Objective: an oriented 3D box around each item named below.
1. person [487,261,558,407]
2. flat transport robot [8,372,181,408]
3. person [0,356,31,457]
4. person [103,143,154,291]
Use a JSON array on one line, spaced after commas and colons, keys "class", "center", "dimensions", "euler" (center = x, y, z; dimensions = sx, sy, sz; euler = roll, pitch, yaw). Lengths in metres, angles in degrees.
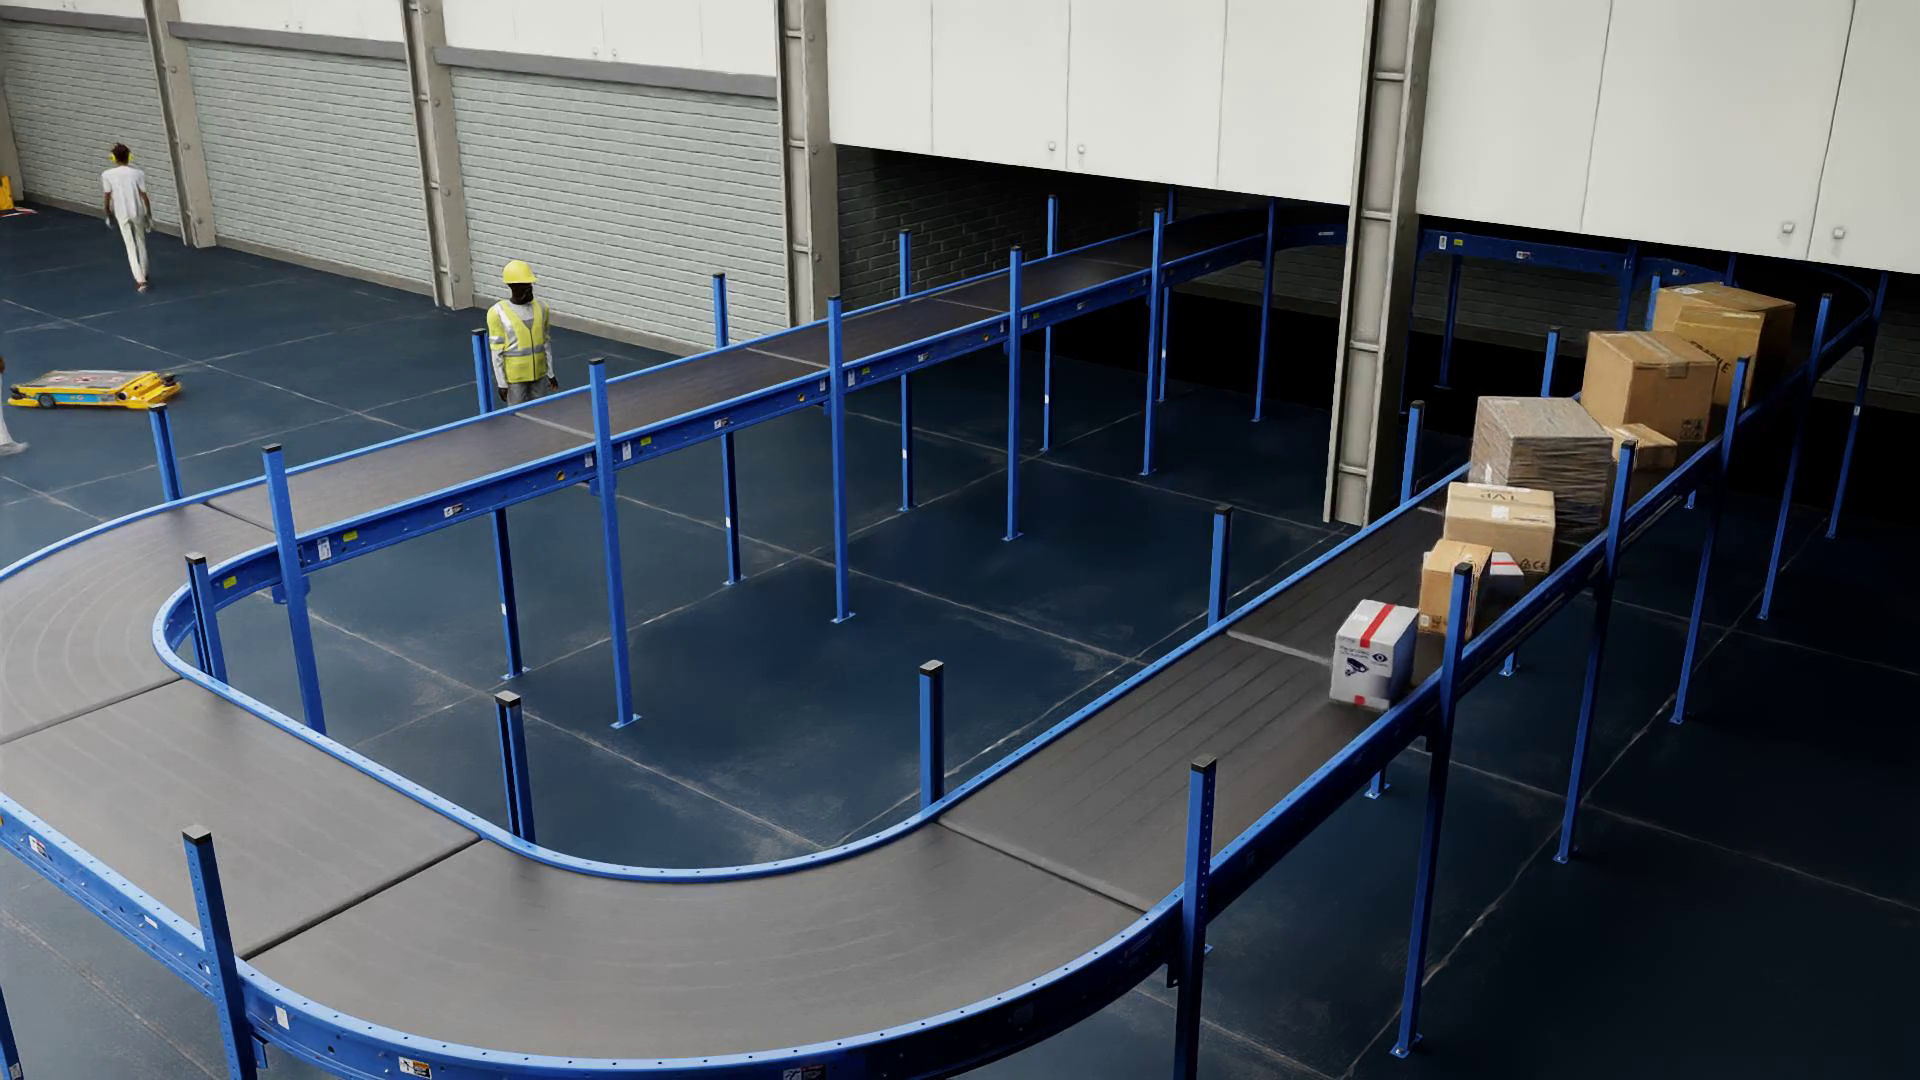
[{"class": "person", "center": [-3.697, -1.420, 14.168], "dimensions": [0.360, 1.929, 0.587], "euler": [18, 28, 38]}, {"class": "flat transport robot", "center": [-8.662, -1.517, 16.642], "dimensions": [1.431, 0.197, 0.652], "euler": [1, 22, 3]}, {"class": "person", "center": [-8.784, -1.708, 14.873], "dimensions": [0.612, 1.945, 0.401], "euler": [11, 24, 26]}, {"class": "person", "center": [-10.563, -4.108, 21.149], "dimensions": [0.538, 1.830, 0.963], "euler": [-12, 25, -28]}]
